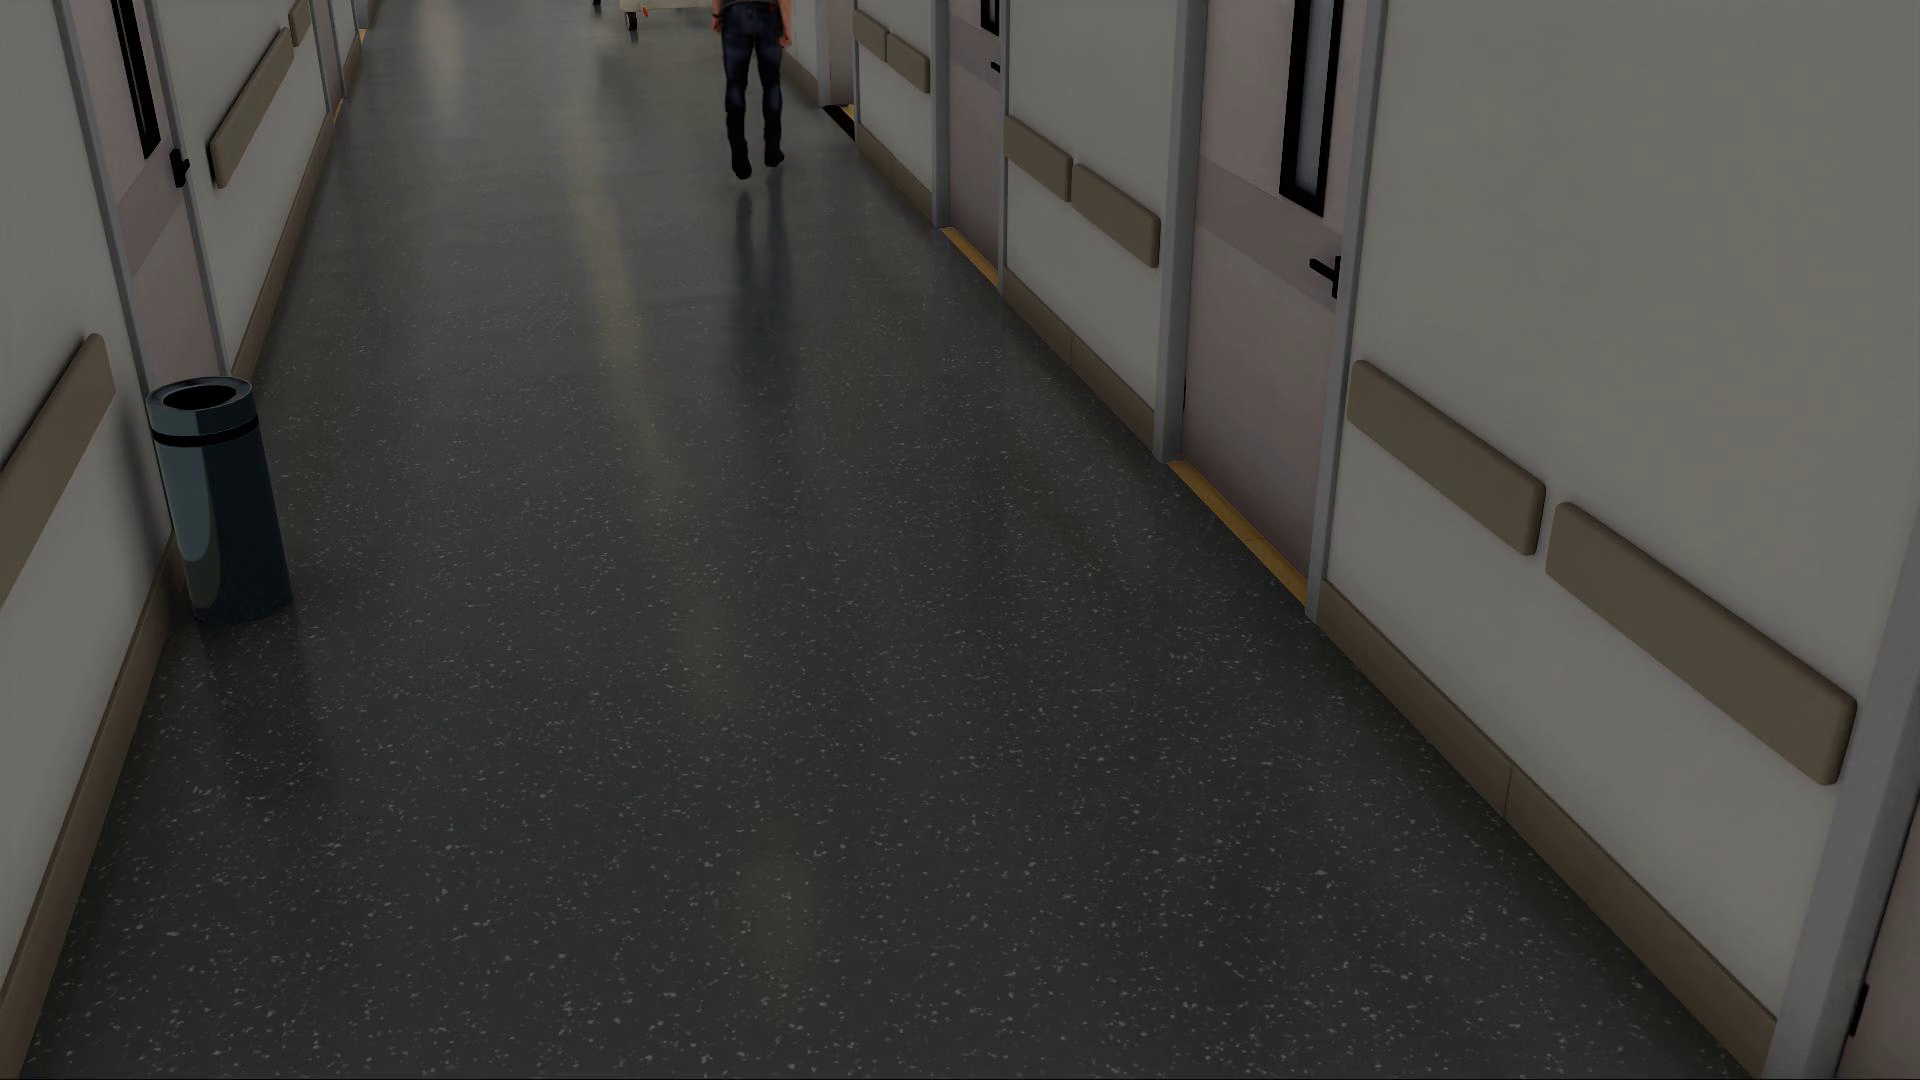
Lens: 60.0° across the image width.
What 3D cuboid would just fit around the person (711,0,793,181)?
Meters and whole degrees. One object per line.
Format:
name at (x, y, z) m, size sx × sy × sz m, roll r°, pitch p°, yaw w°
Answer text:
person at (-1.280, -3.137, 10.084) m, size 1.131 × 1.877 × 0.919 m, roll -1°, pitch 26°, yaw -1°
